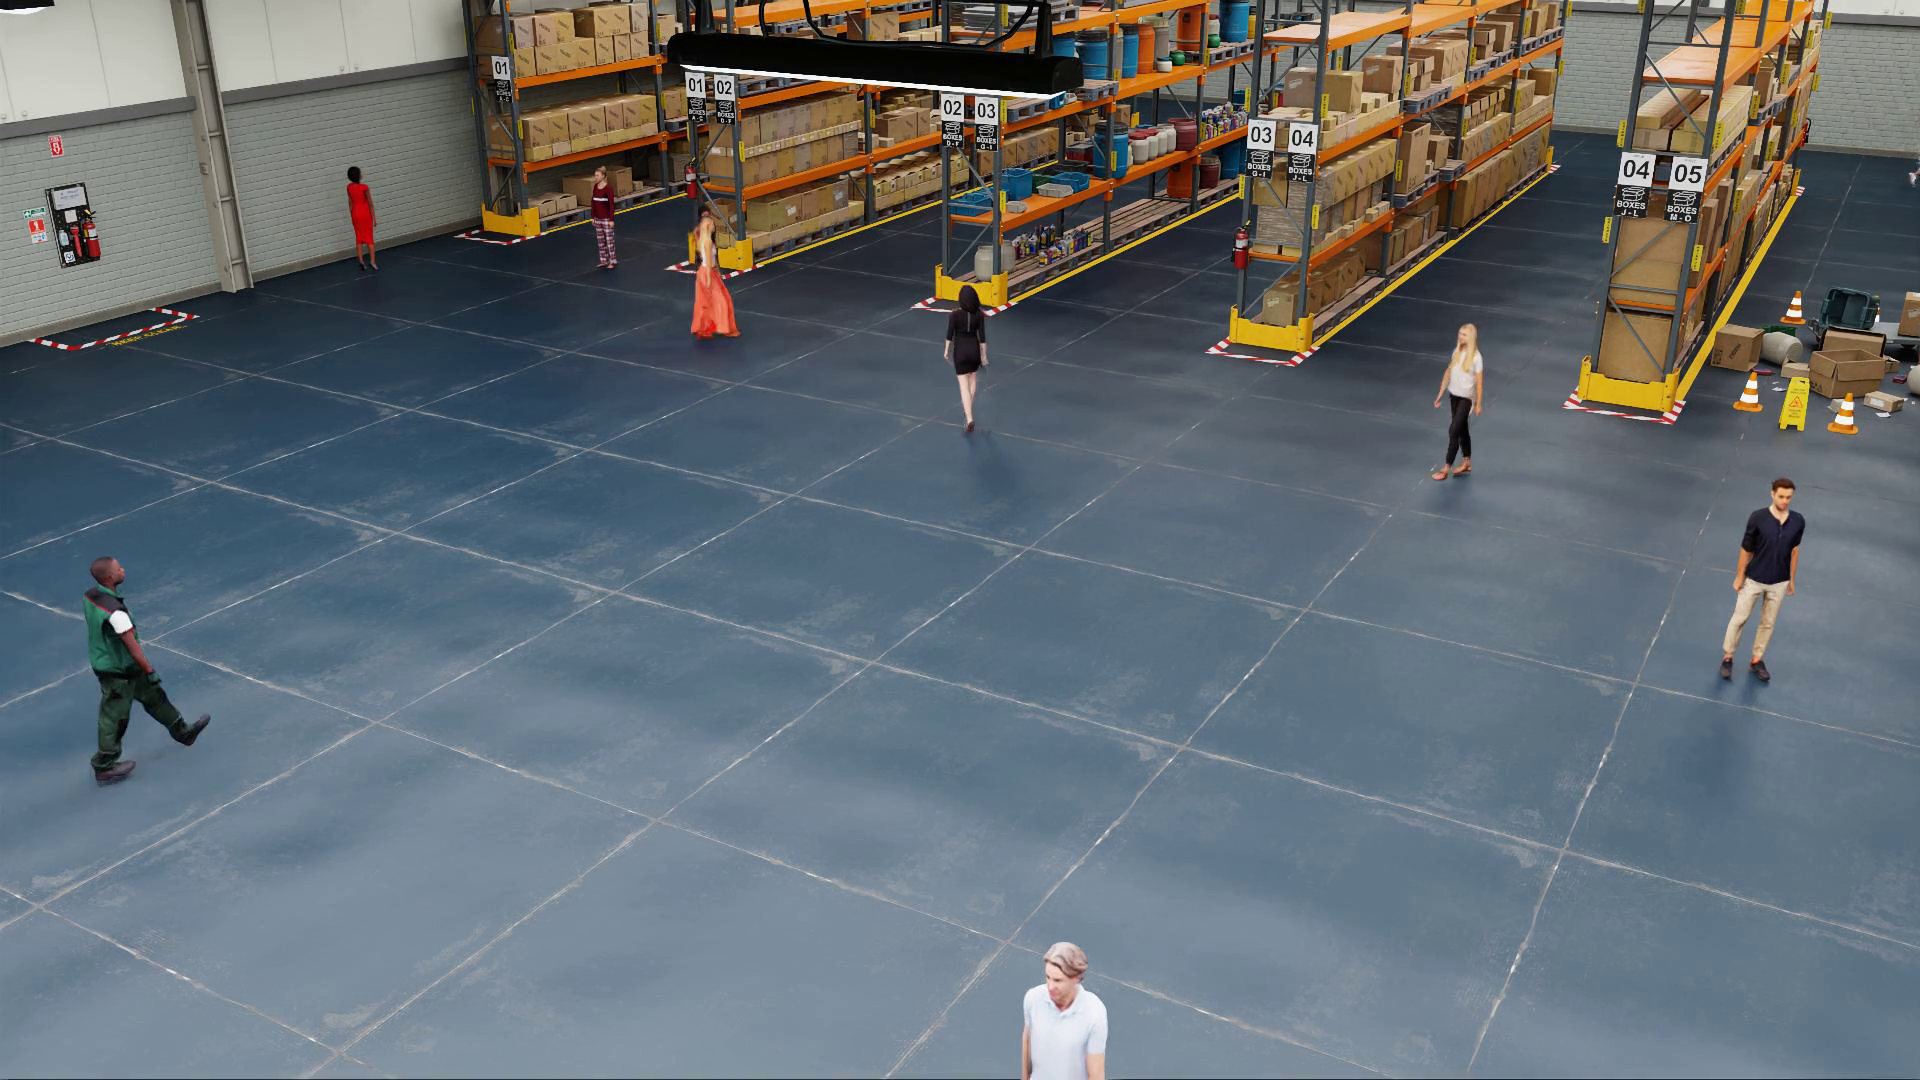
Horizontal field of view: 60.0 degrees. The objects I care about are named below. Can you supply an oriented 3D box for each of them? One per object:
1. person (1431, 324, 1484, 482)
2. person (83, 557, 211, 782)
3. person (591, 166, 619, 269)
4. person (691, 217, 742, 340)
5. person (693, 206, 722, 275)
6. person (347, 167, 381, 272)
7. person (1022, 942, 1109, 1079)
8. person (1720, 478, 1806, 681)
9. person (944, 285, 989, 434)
[{"bbox_3d":[5.789,-1.591,18.930,1.033,1.803,0.908,-10,25,-23],"label":"person"},{"bbox_3d":[-6.540,1.031,12.786,1.260,1.786,0.945,-20,30,-39],"label":"person"},{"bbox_3d":[-6.037,-5.466,28.178,0.607,1.698,0.482,13,26,27],"label":"person"},{"bbox_3d":[-3.740,-3.767,24.072,1.038,1.783,0.971,-7,24,-15],"label":"person"},{"bbox_3d":[-3.924,-4.285,25.442,1.043,1.665,0.935,-16,28,-32],"label":"person"},{"bbox_3d":[-10.054,-5.395,27.954,0.636,1.743,0.611,5,23,11],"label":"person"},{"bbox_3d":[0.593,2.821,8.546,0.663,1.810,1.037,12,26,27],"label":"person"},{"bbox_3d":[6.950,0.324,14.361,0.717,1.854,0.669,3,23,7],"label":"person"},{"bbox_3d":[0.112,-2.174,20.346,0.975,1.768,1.024,-7,24,-17],"label":"person"}]
